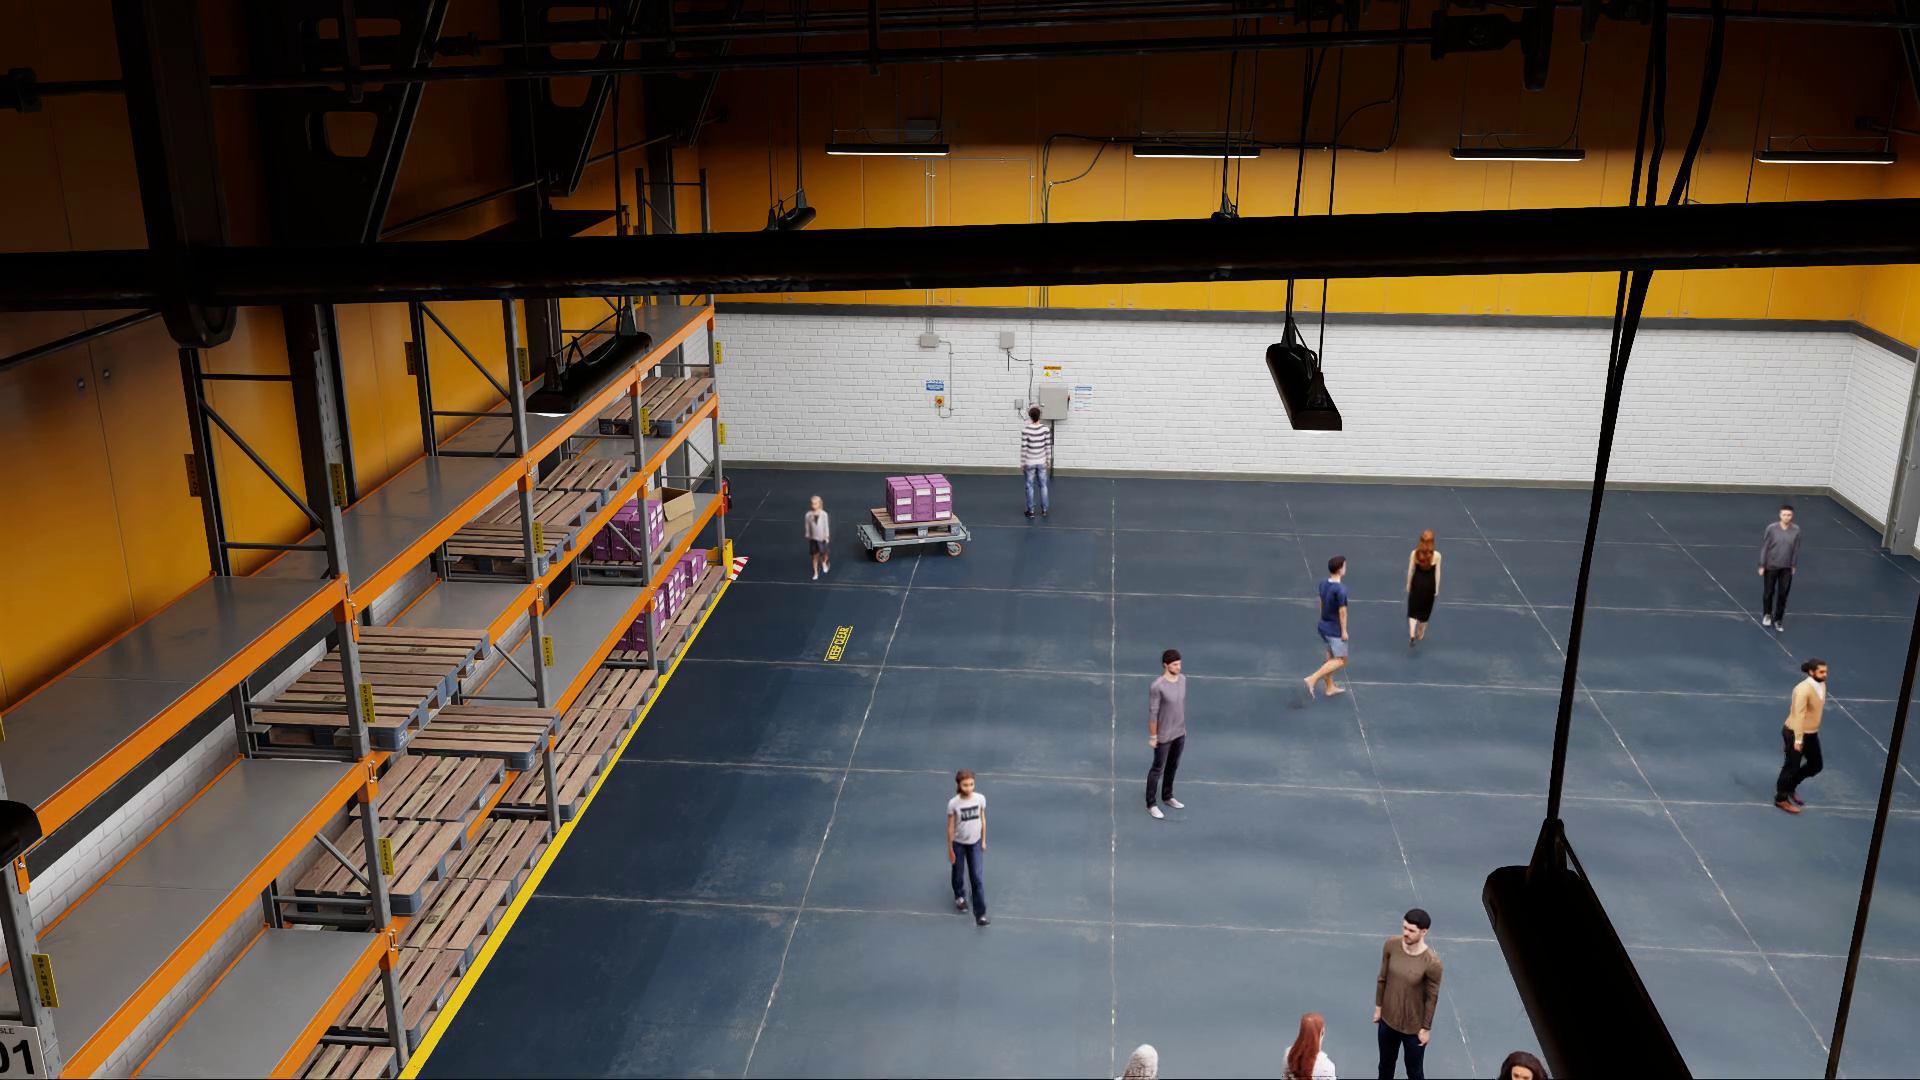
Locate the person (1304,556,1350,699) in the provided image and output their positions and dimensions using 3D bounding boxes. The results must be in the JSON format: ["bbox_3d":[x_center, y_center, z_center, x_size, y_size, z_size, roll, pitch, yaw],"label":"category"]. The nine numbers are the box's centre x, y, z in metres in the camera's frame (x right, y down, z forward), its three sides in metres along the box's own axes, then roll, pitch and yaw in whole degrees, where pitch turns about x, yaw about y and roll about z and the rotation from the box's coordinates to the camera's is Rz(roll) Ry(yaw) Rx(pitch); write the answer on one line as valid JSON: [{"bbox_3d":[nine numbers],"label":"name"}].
[{"bbox_3d":[4.523,1.106,20.444,0.930,1.834,0.960,-7,20,-21],"label":"person"}]

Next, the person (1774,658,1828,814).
[{"bbox_3d":[8.923,2.054,17.775,0.789,1.741,0.830,-11,22,-30],"label":"person"}]

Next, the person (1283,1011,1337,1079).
[{"bbox_3d":[2.388,4.153,11.604,0.737,1.701,0.806,18,25,42],"label":"person"}]

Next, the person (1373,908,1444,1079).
[{"bbox_3d":[3.419,3.661,12.772,0.743,1.888,0.781,17,25,41],"label":"person"}]

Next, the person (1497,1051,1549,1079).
[{"bbox_3d":[3.870,4.222,11.591,0.852,1.578,1.141,9,20,24],"label":"person"}]

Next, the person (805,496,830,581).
[{"bbox_3d":[-2.113,-0.057,24.789,0.526,1.265,0.655,1,19,2],"label":"person"}]

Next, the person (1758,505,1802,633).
[{"bbox_3d":[11.237,0.342,22.856,0.752,1.742,0.889,6,20,17],"label":"person"}]

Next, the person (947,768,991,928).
[{"bbox_3d":[0.029,2.844,15.762,0.775,1.528,1.060,-5,19,-14],"label":"person"}]

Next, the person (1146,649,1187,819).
[{"bbox_3d":[2.211,2.023,17.693,0.722,1.851,0.786,-15,24,-38],"label":"person"}]

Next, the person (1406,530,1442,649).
[{"bbox_3d":[6.146,0.665,22.118,0.707,1.602,1.020,6,20,17],"label":"person"}]

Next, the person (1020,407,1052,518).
[{"bbox_3d":[1.272,-1.297,27.554,0.753,1.850,0.652,-2,19,-7],"label":"person"}]
